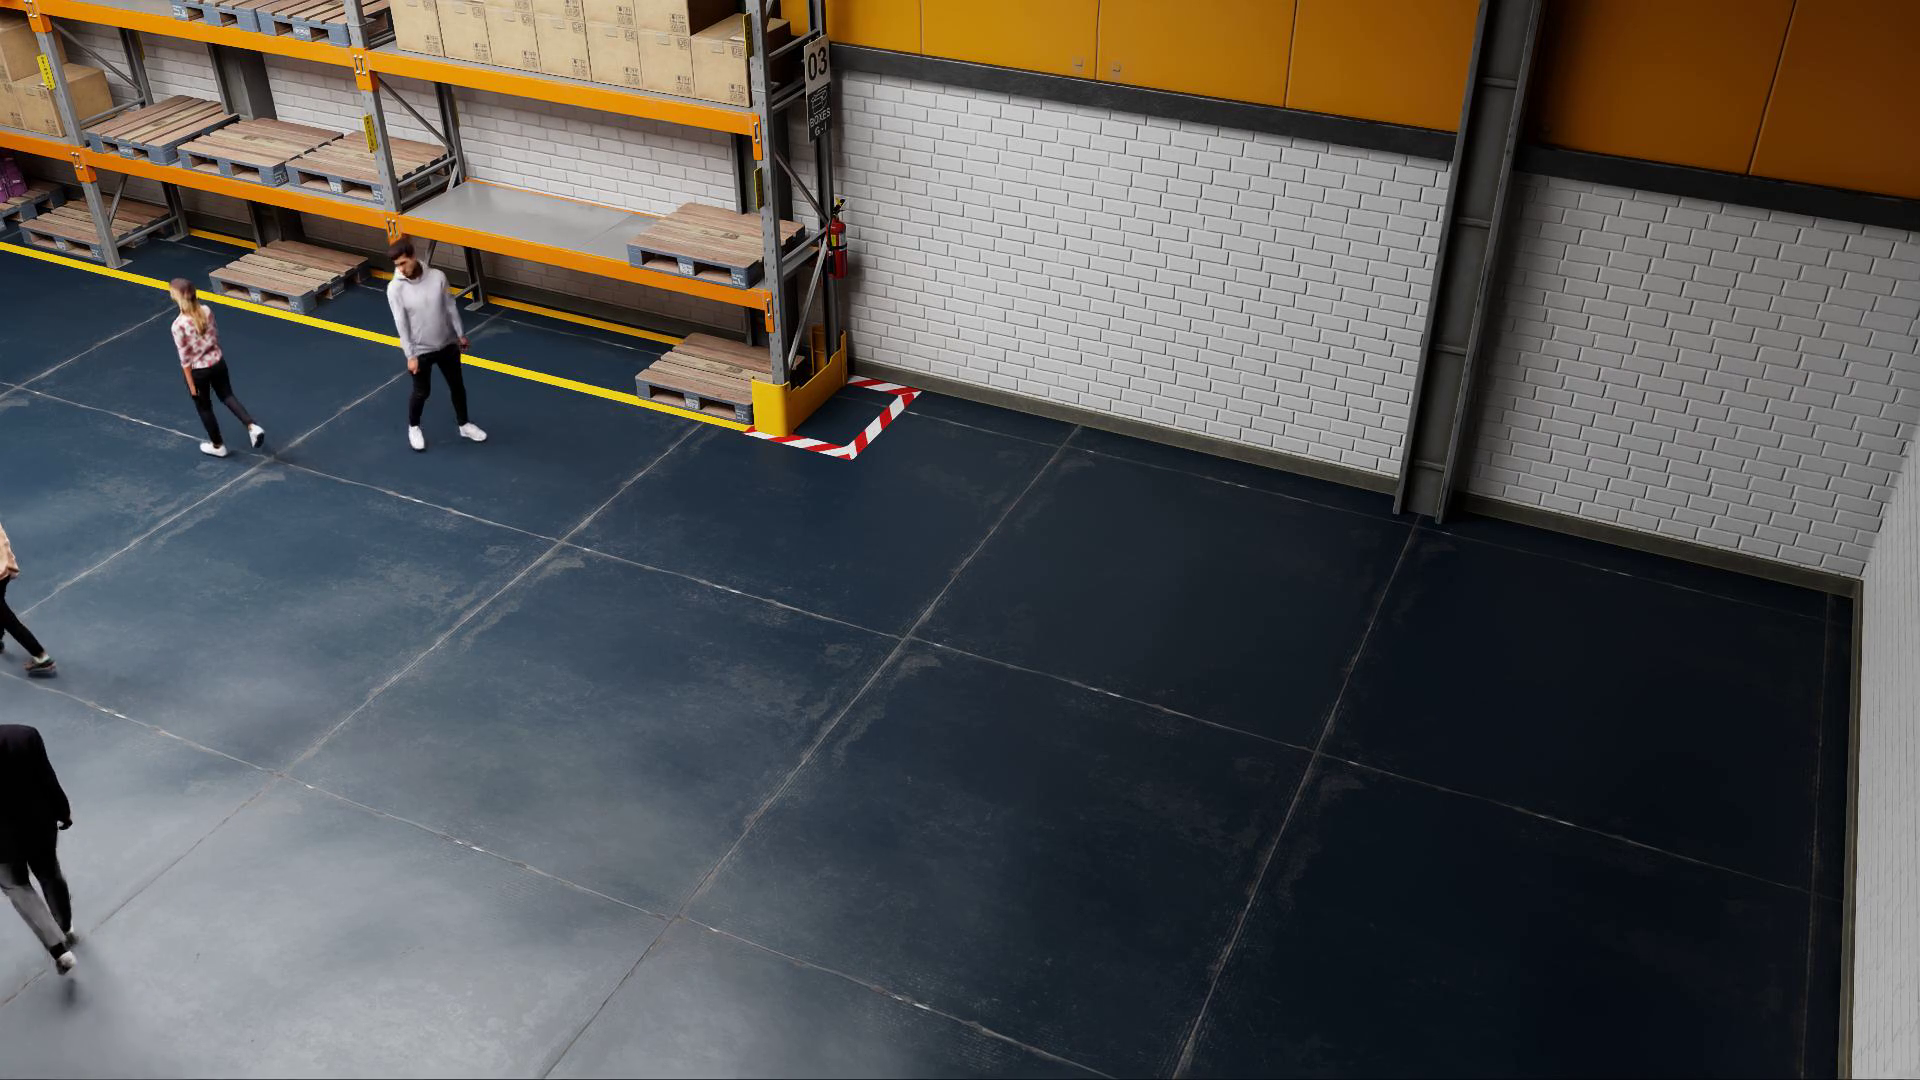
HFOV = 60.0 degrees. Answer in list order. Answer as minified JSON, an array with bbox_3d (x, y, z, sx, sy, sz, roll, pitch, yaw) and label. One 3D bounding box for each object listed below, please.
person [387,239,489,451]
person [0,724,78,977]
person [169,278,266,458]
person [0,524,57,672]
[{"bbox_3d":[-4.418,-1.617,13.712,0.904,1.909,0.879,19,38,26],"label":"person"},{"bbox_3d":[-5.036,1.569,8.887,0.955,1.944,1.114,-26,42,-34],"label":"person"},{"bbox_3d":[-6.115,-1.385,13.623,0.858,1.621,0.569,14,36,20],"label":"person"},{"bbox_3d":[-6.537,0.285,11.265,1.010,1.451,0.683,9,35,13],"label":"person"}]
